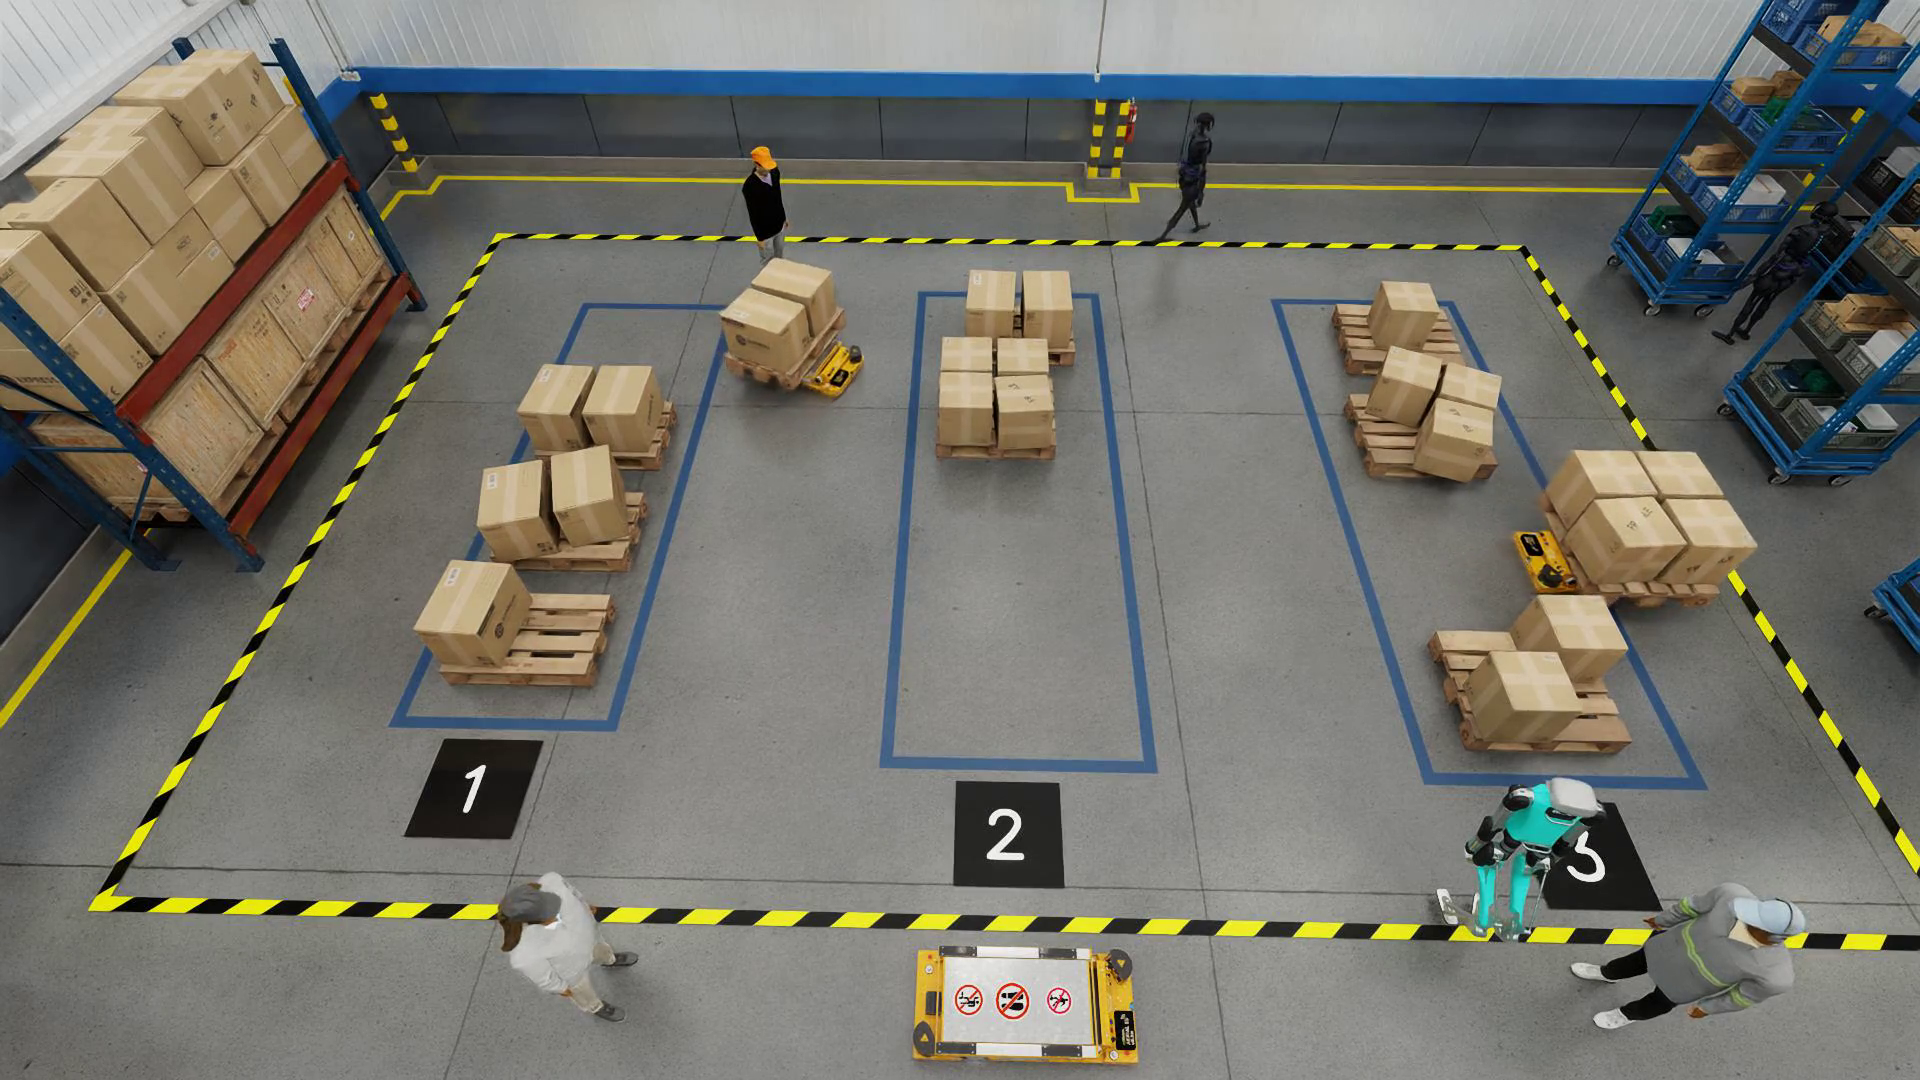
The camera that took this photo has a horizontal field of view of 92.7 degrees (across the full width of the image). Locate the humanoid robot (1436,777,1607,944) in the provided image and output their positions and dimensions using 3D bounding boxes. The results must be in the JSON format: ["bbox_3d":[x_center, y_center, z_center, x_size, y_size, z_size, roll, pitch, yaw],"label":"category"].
[{"bbox_3d":[3.474,2.124,5.723,0.533,1.672,0.735,10,52,8],"label":"humanoid robot"}]

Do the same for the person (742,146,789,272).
[{"bbox_3d":[-2.125,-3.529,10.326,0.393,1.877,0.586,21,54,17],"label":"person"}]

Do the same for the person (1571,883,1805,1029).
[{"bbox_3d":[4.299,2.495,5.430,0.384,1.849,0.597,-1,51,-1],"label":"person"}]

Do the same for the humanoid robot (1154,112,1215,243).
[{"bbox_3d":[2.868,-4.403,11.196,0.792,1.620,0.591,-8,51,-6],"label":"humanoid robot"}]

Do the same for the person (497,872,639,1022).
[{"bbox_3d":[-2.356,2.448,5.521,0.402,1.768,0.573,2,51,2],"label":"person"}]

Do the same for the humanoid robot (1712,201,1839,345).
[{"bbox_3d":[8.840,-2.880,9.915,0.599,1.657,0.315,-11,52,-9],"label":"humanoid robot"}]

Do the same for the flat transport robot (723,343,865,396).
[{"bbox_3d":[-1.839,-2.034,10.126,1.431,0.197,0.652,17,53,14],"label":"flat transport robot"}]

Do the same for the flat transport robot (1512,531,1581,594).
[{"bbox_3d":[5.892,0.174,8.326,1.431,0.197,0.652,1,51,1],"label":"flat transport robot"}]

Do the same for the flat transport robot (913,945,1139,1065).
[{"bbox_3d":[0.422,3.041,6.007,1.431,0.231,0.659,1,51,1],"label":"flat transport robot"}]
